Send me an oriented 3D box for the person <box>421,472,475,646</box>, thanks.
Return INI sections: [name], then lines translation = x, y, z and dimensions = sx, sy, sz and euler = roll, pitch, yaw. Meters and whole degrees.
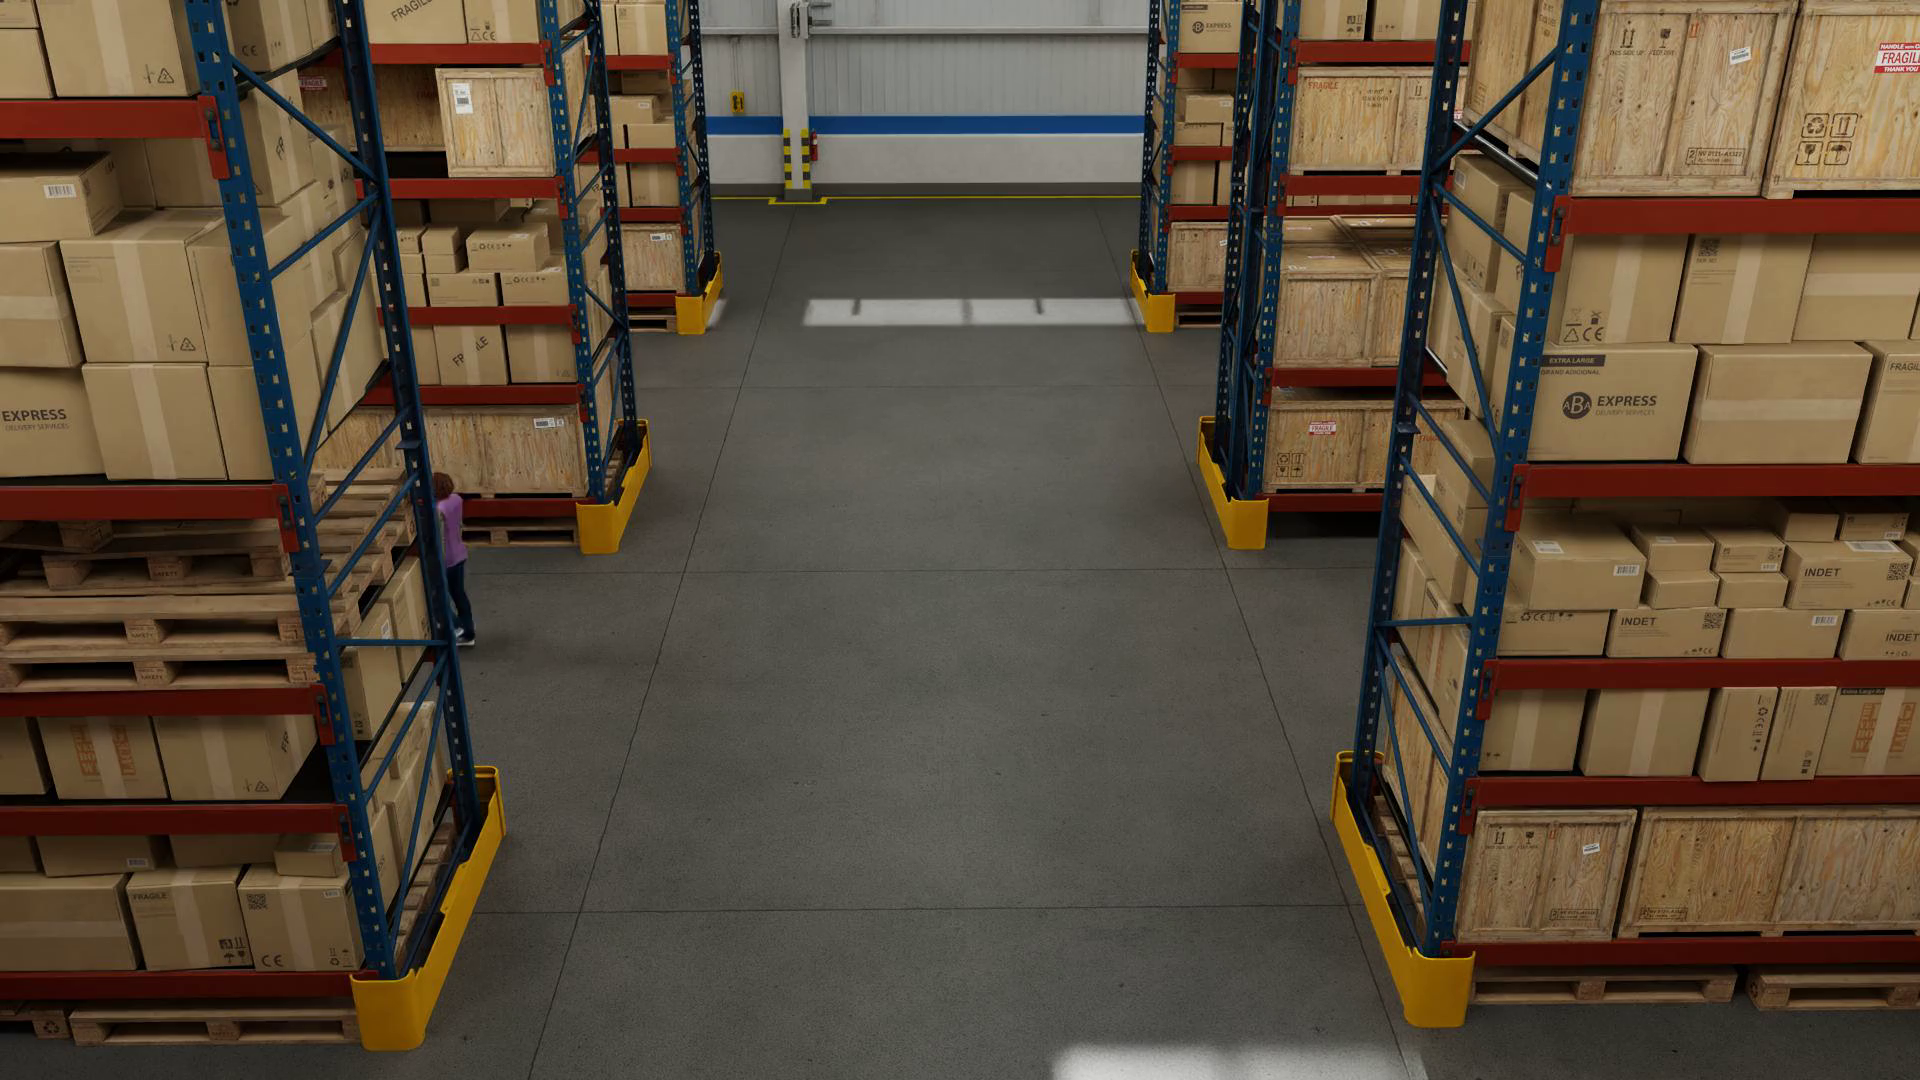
[person]
translation = -4.268, 0.164, 13.678
dimensions = 0.422, 1.599, 0.457
euler = 7, 26, 15
